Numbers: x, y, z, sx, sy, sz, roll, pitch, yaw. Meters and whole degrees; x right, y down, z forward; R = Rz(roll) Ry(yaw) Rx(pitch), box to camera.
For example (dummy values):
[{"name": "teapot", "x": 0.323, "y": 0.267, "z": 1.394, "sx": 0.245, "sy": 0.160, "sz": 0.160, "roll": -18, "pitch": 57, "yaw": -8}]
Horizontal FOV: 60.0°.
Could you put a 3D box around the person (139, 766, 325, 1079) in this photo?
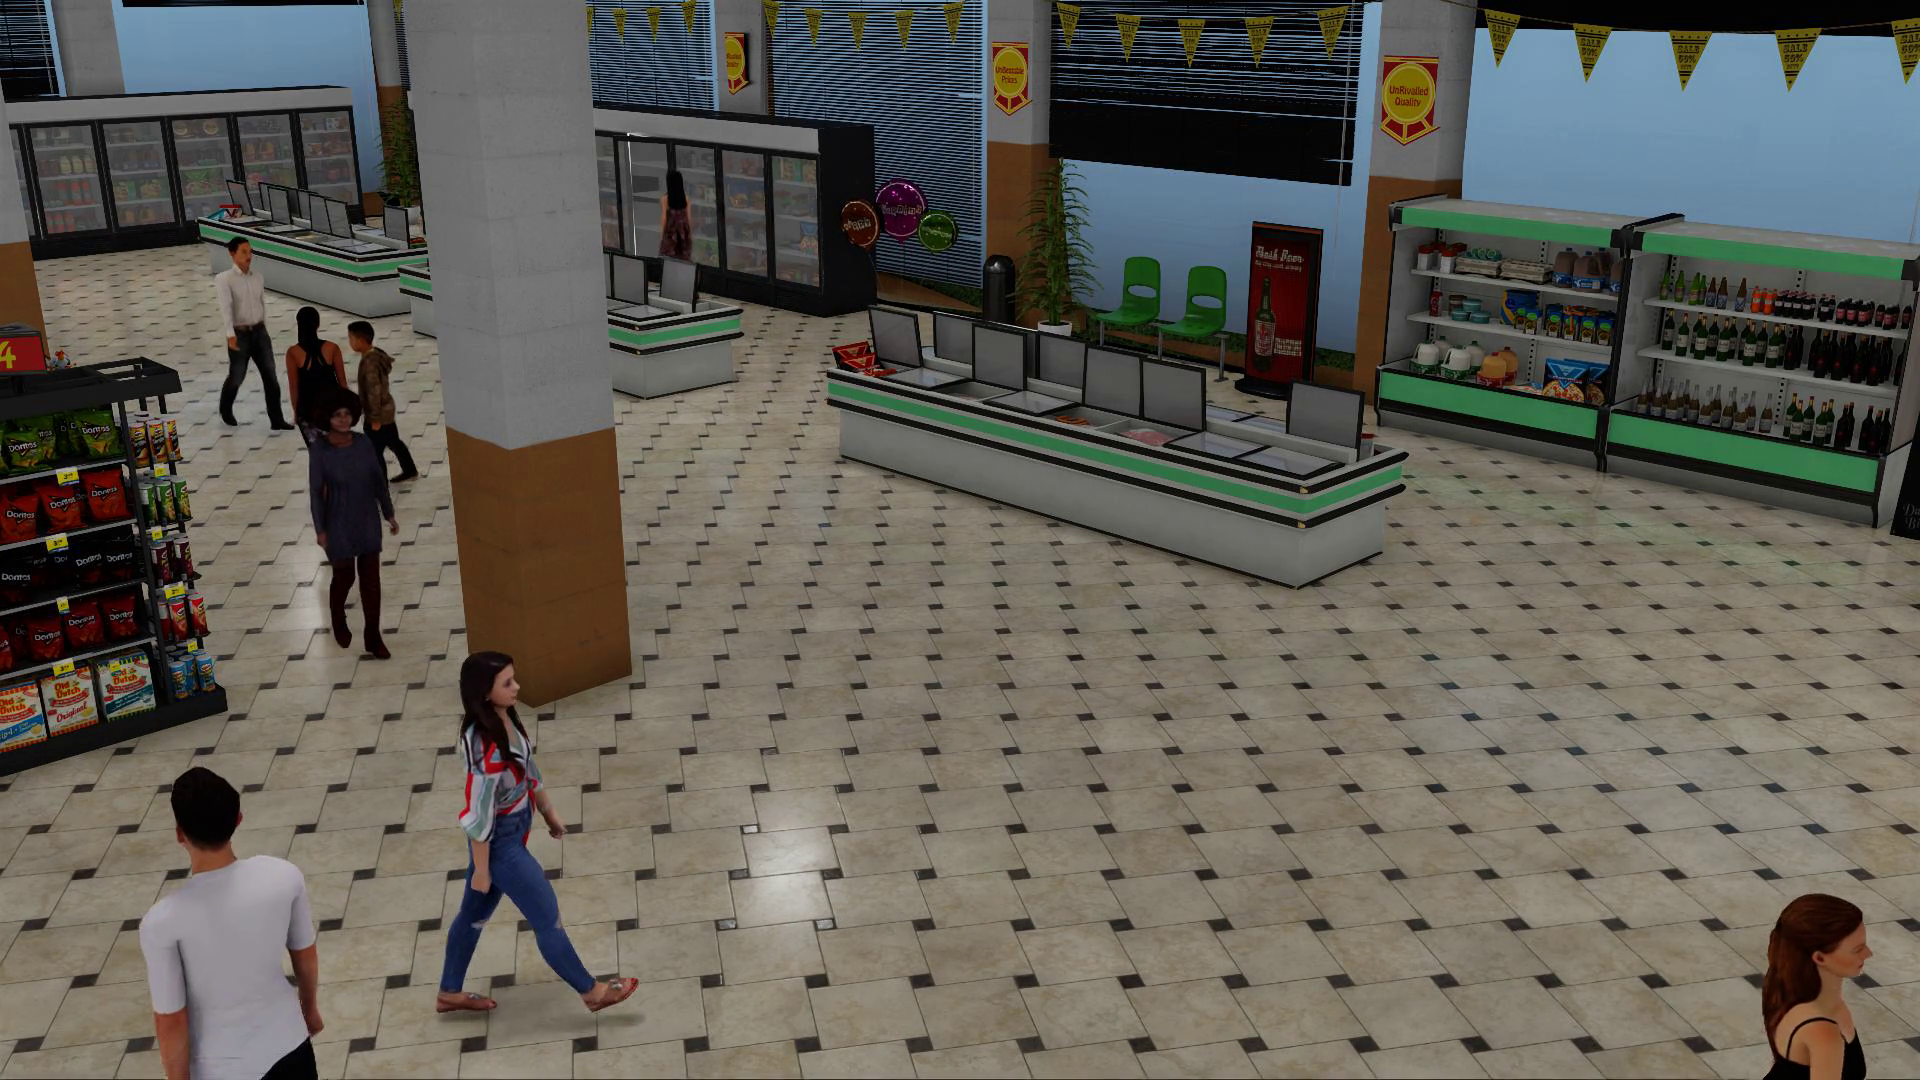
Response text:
[{"name": "person", "x": -2.091, "y": 1.592, "z": 4.997, "sx": 1.183, "sy": 1.805, "sz": 0.711, "roll": 17, "pitch": 25, "yaw": 41}]

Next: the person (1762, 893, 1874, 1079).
[{"name": "person", "x": 2.317, "y": 1.761, "z": 4.848, "sx": 1.178, "sy": 1.579, "sz": 0.871, "roll": 8, "pitch": 20, "yaw": 21}]

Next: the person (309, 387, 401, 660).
[{"name": "person", "x": -3.752, "y": -0.105, "z": 10.190, "sx": 0.598, "sy": 1.702, "sz": 0.643, "roll": -18, "pitch": 25, "yaw": -42}]

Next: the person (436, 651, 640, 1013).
[{"name": "person", "x": -1.893, "y": 1.204, "z": 6.521, "sx": 1.073, "sy": 1.567, "sz": 1.074, "roll": -2, "pitch": 19, "yaw": -6}]

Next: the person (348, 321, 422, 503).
[{"name": "person", "x": -4.680, "y": -1.040, "z": 13.391, "sx": 0.942, "sy": 1.428, "sz": 0.834, "roll": -3, "pitch": 19, "yaw": -10}]

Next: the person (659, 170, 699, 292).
[{"name": "person", "x": -3.509, "y": -3.701, "z": 20.774, "sx": 0.671, "sy": 1.754, "sz": 0.911, "roll": -14, "pitch": 23, "yaw": -36}]

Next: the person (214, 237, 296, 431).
[{"name": "person", "x": -6.629, "y": -1.868, "z": 15.301, "sx": 1.211, "sy": 1.777, "sz": 0.817, "roll": 12, "pitch": 22, "yaw": 33}]

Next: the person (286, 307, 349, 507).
[{"name": "person", "x": -4.982, "y": -1.019, "z": 12.965, "sx": 0.632, "sy": 1.660, "sz": 0.601, "roll": -10, "pitch": 21, "yaw": -26}]
